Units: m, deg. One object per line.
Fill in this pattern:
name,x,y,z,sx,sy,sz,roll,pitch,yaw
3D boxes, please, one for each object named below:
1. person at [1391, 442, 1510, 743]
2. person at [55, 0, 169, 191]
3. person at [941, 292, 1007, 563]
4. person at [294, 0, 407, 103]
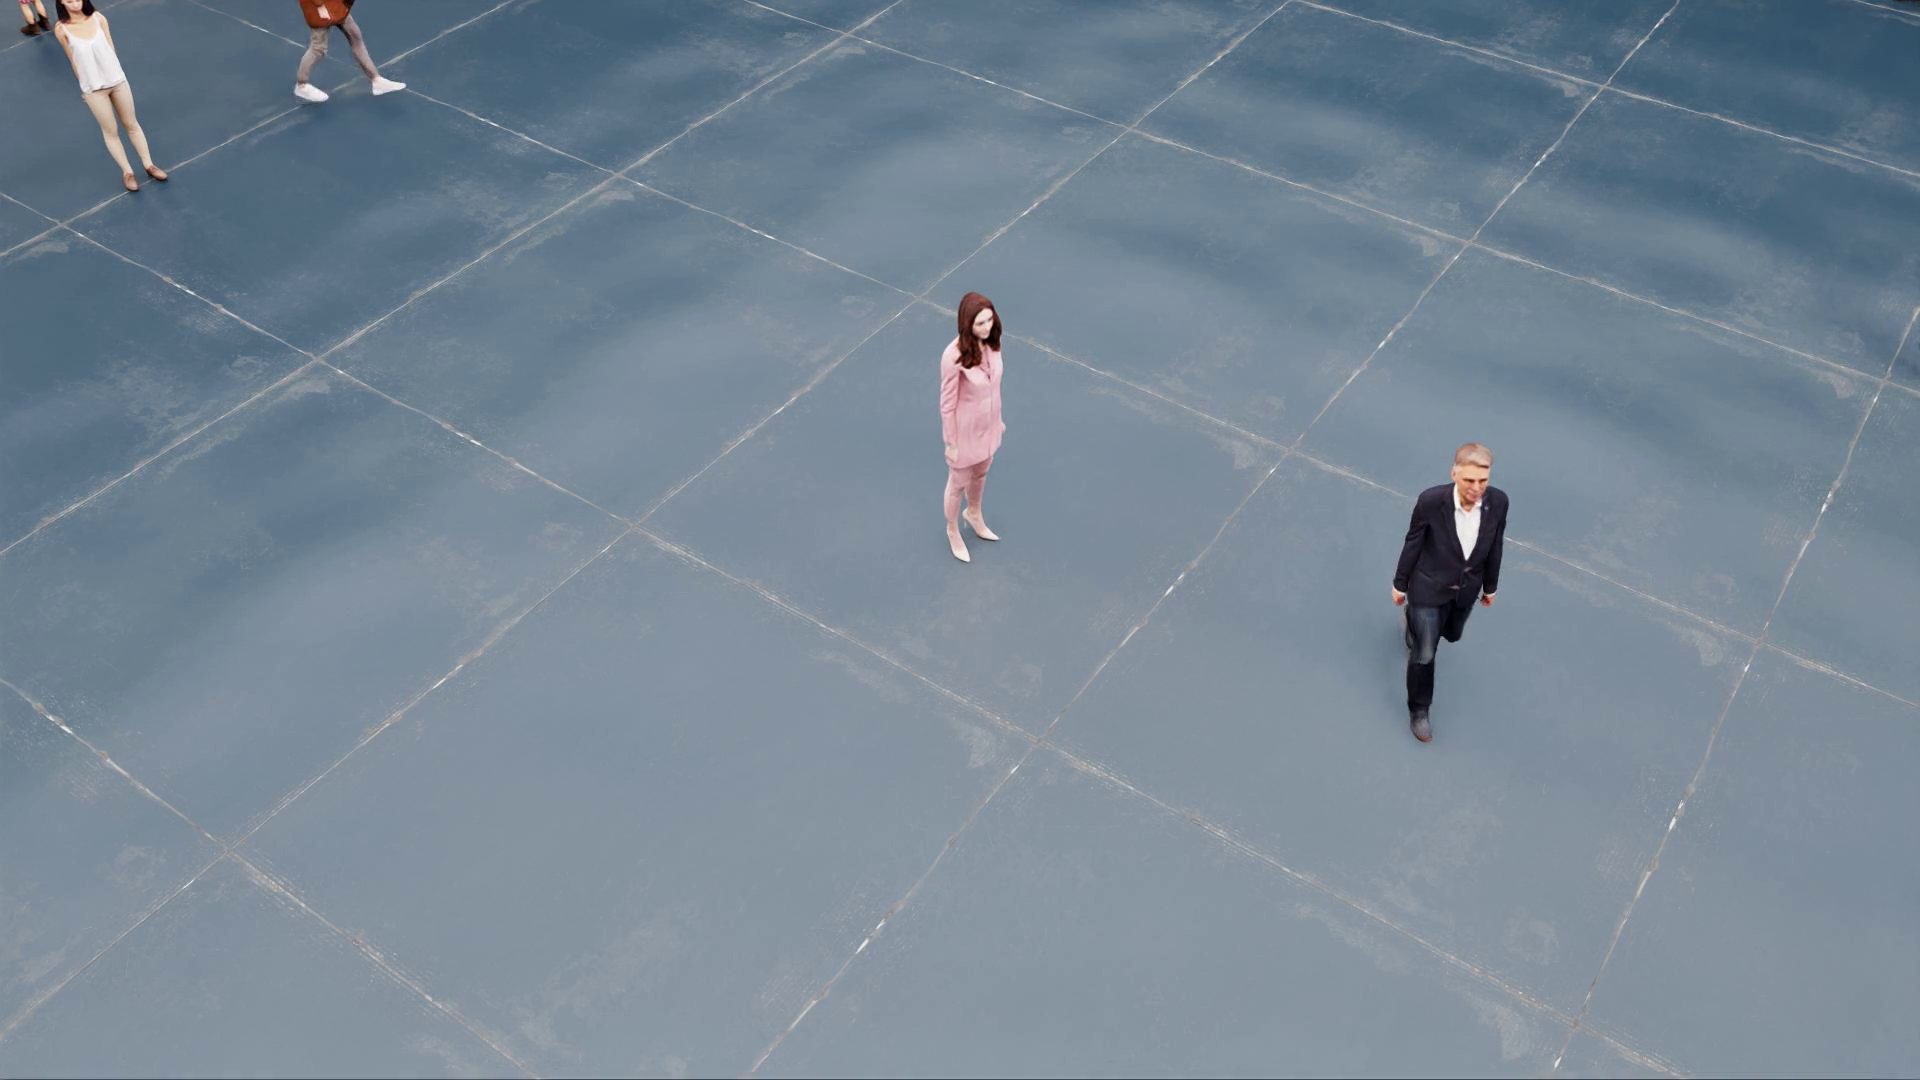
person,2.545,0.167,8.727,1.142,1.790,1.147,-2,43,-2
person,-6.589,-3.518,12.774,0.569,1.653,0.624,26,49,25
person,0.062,-0.662,9.606,0.654,1.802,0.587,-33,52,-30
person,-5.314,-4.406,13.621,1.263,1.795,1.142,-2,43,-2
